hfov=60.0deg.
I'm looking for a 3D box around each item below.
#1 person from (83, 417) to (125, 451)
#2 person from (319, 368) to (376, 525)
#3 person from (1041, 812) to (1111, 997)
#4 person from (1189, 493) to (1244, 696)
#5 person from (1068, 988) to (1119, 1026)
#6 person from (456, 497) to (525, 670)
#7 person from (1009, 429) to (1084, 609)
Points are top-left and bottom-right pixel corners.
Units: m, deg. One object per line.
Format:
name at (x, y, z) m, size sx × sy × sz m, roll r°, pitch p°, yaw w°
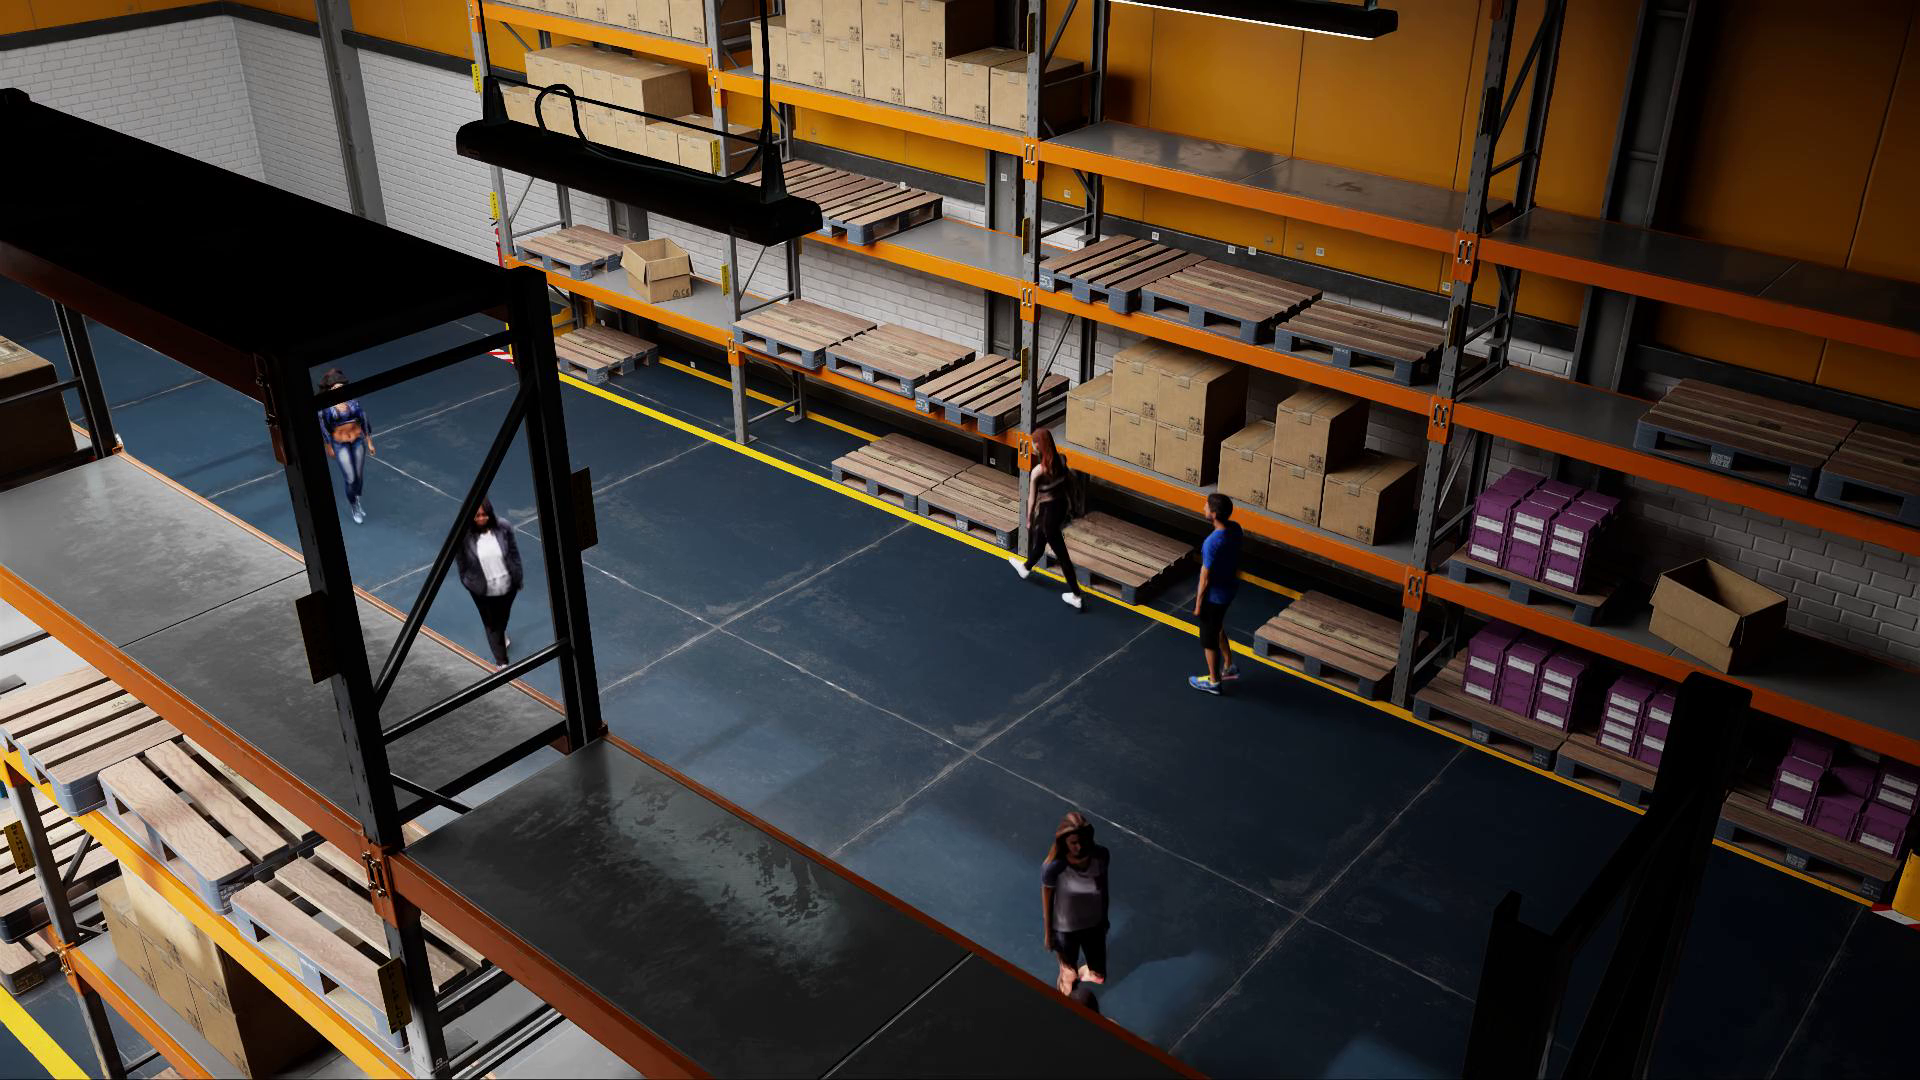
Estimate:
person at (-7.914, -0.463, 15.741) m, size 1.145 × 1.576 × 0.771 m, roll 13°, pitch 31°, yaw 23°
person at (-6.139, -0.962, 16.627) m, size 0.664 × 1.604 × 0.667 m, roll -22°, pitch 36°, yaw -35°
person at (0.699, 2.357, 10.430) m, size 0.759 × 1.711 × 0.810 m, roll -9°, pitch 30°, yaw -16°
person at (2.211, 0.482, 13.717) m, size 0.679 × 1.856 × 0.633 m, roll 20°, pitch 34°, yaw 32°
person at (0.618, 3.099, 8.969) m, size 0.781 × 1.807 × 0.775 m, roll -10°, pitch 30°, yaw -17°
person at (-4.023, 0.332, 14.302) m, size 0.866 × 1.558 × 1.144 m, roll -17°, pitch 33°, yaw -28°
person at (0.907, -0.153, 15.045) m, size 0.712 × 1.699 × 1.166 m, roll -24°, pitch 36°, yaw -36°
